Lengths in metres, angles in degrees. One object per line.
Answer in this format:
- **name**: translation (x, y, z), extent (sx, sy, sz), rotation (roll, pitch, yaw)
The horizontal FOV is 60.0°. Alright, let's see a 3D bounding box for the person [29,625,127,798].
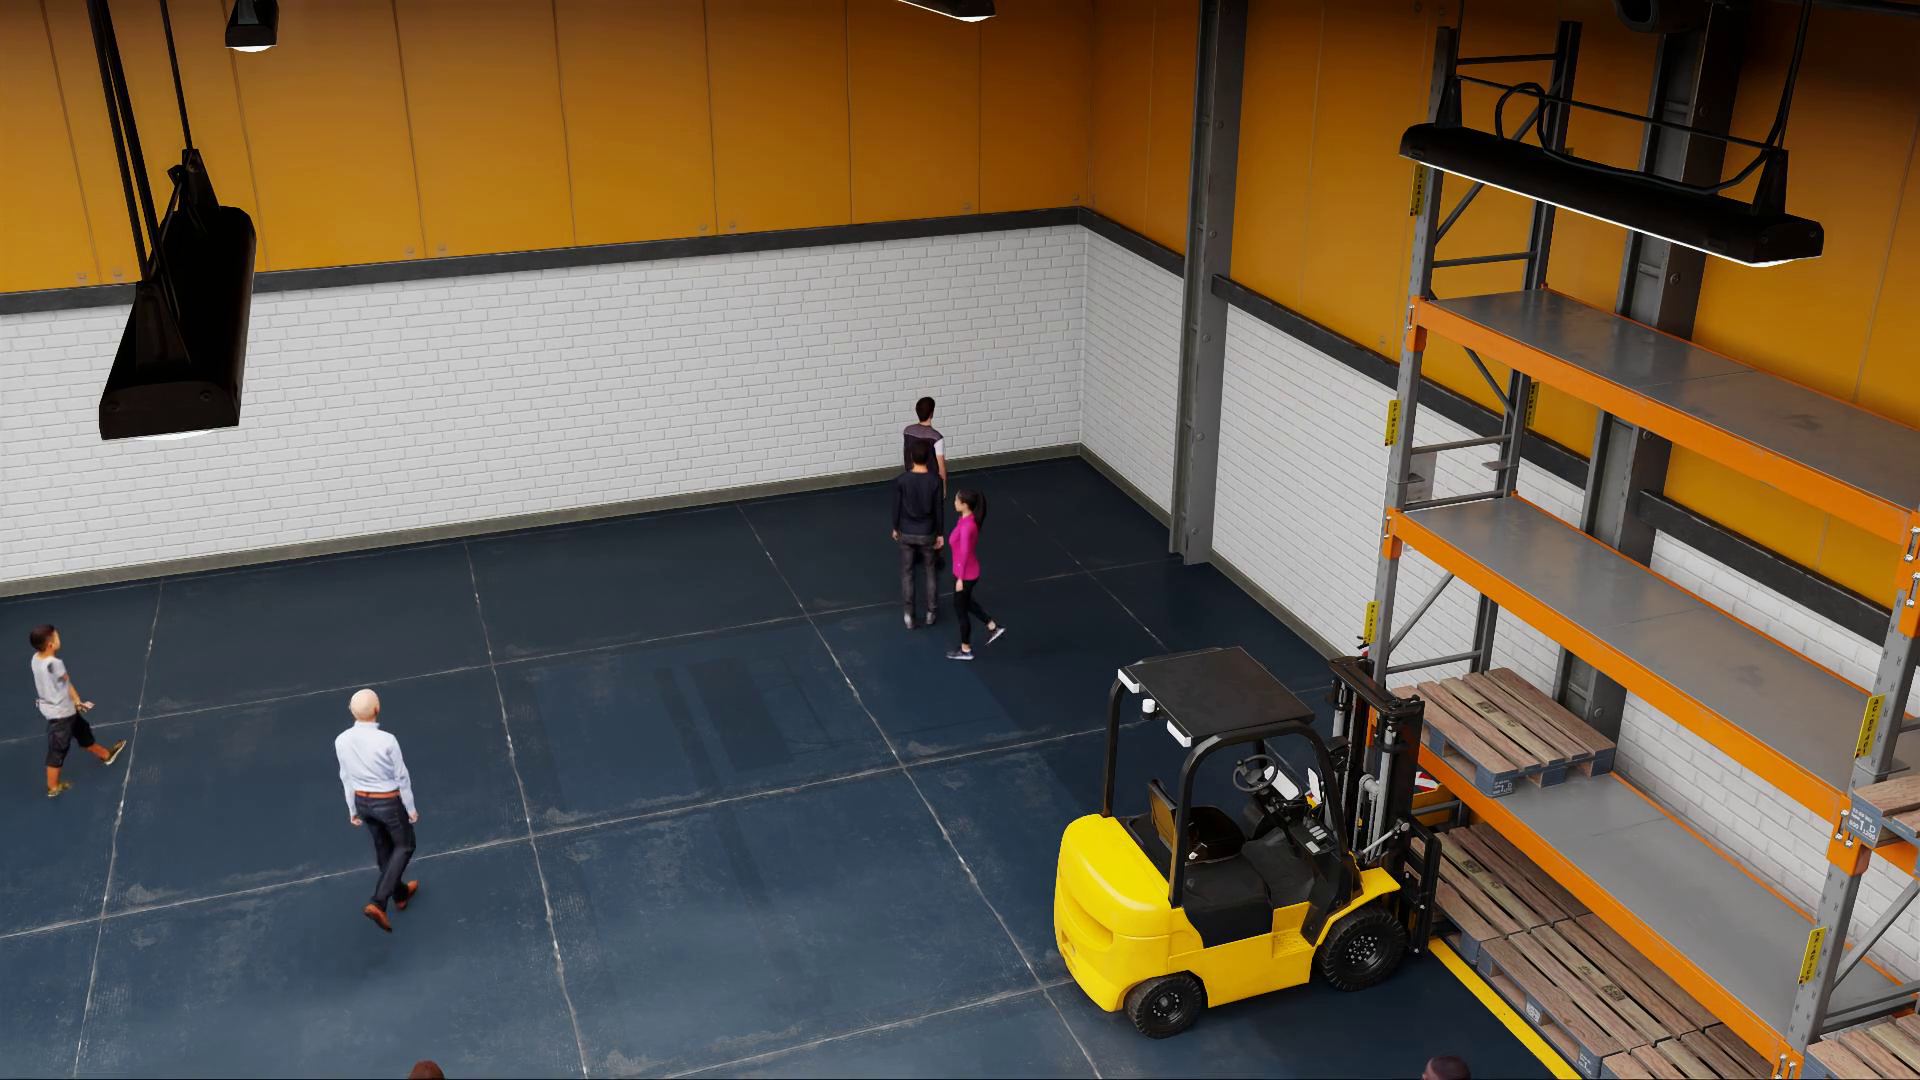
- **person**: translation (-7.205, 1.327, 13.168), extent (1.007, 1.427, 1.021), rotation (13, 27, 28)

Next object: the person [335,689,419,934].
- **person**: translation (-4.005, 1.888, 11.448), extent (0.967, 1.777, 1.122), rotation (4, 24, 10)

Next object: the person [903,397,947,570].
- **person**: translation (-0.375, -0.570, 16.984), extent (0.717, 1.847, 0.787), rotation (12, 26, 26)

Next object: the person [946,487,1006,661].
- **person**: translation (0.145, 0.319, 15.149), extent (0.815, 1.688, 0.813), rotation (2, 24, 4)

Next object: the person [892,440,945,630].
- **person**: translation (-0.414, -0.038, 15.745), extent (0.722, 1.864, 0.722), rotation (-2, 24, -4)
